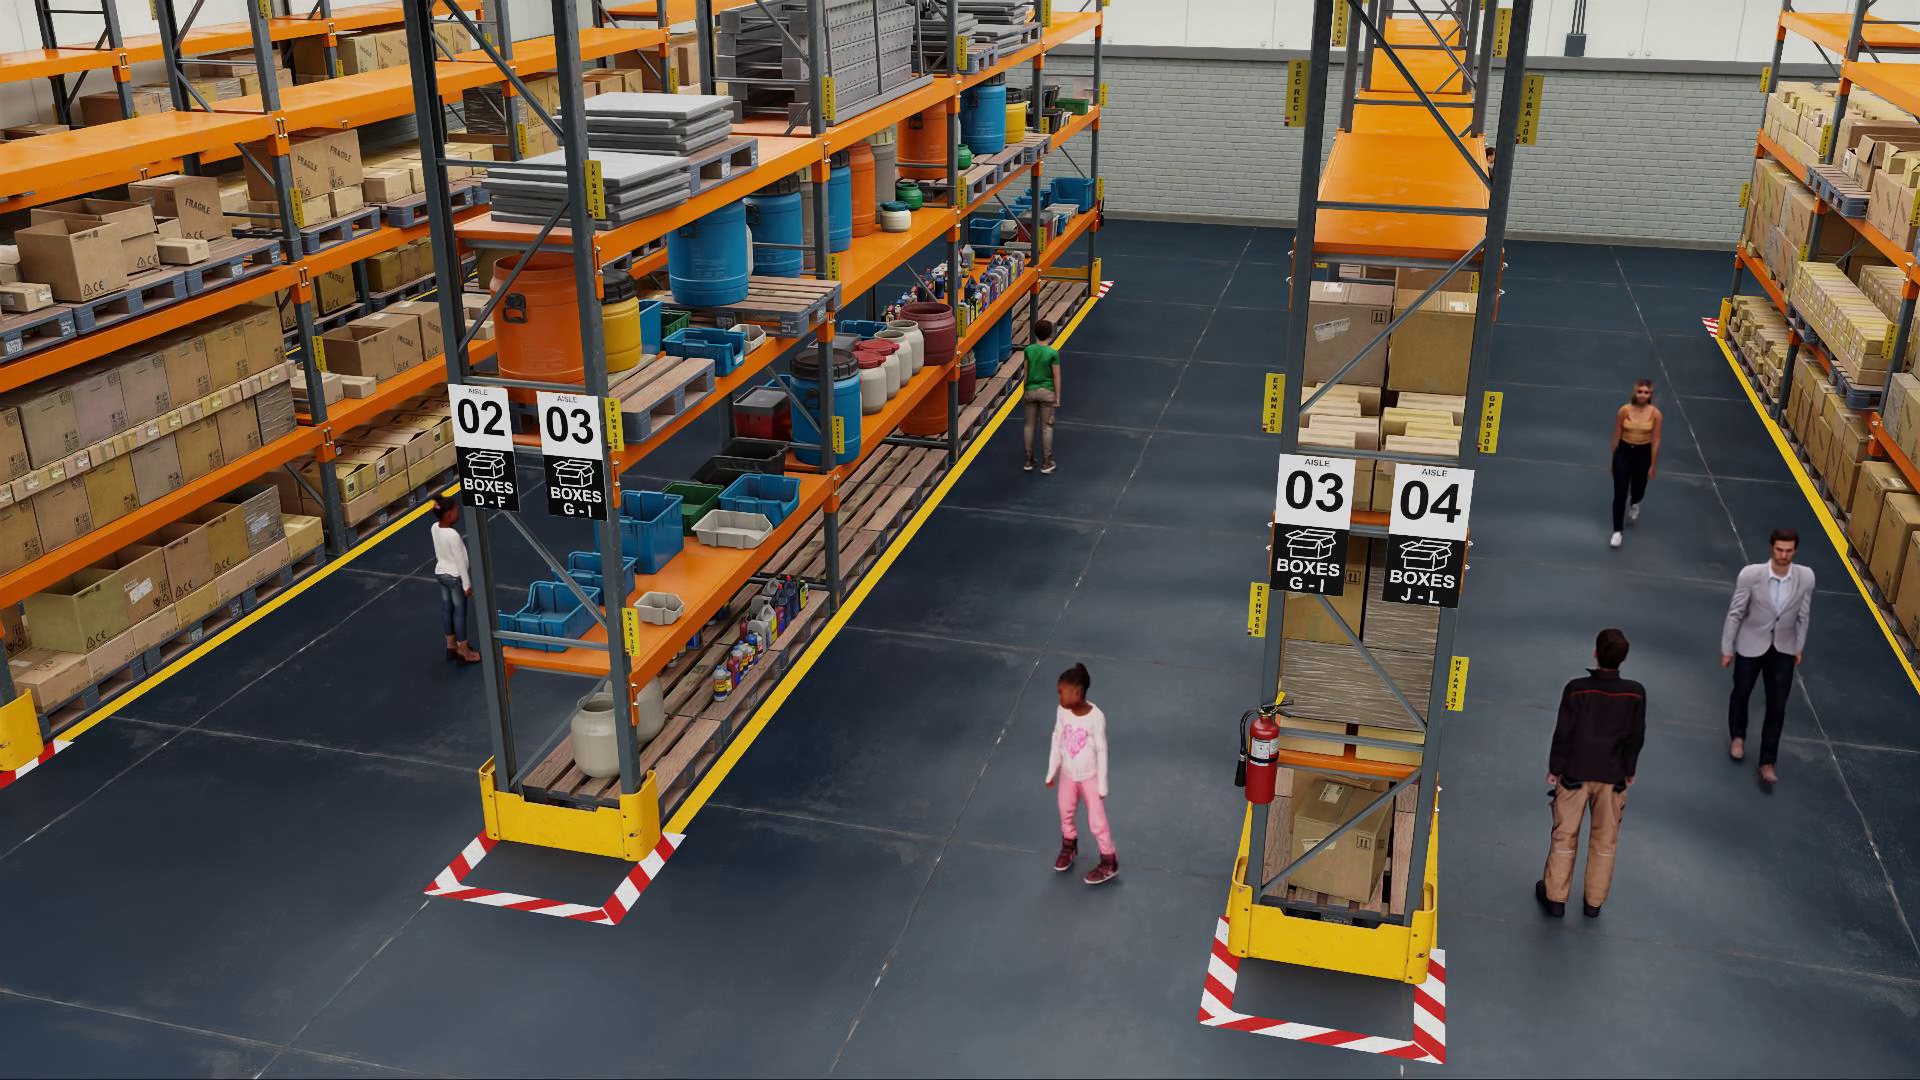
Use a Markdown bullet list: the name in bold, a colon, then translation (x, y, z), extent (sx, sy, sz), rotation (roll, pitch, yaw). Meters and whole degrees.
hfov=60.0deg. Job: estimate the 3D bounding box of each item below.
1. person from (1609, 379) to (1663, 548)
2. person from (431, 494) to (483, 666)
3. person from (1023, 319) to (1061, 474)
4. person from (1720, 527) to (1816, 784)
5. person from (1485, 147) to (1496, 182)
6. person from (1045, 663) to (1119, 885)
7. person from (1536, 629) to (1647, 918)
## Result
- **person**: translation (6.435, -0.772, 15.891), extent (0.687, 1.613, 1.015), rotation (11, 24, 24)
- **person**: translation (-4.113, 0.299, 13.472), extent (0.599, 1.462, 0.612), rotation (20, 30, 40)
- **person**: translation (0.847, -1.539, 17.719), extent (0.571, 1.649, 0.537), rotation (7, 23, 17)
- **person**: translation (5.762, 0.736, 11.925), extent (0.742, 1.824, 0.972), rotation (7, 23, 17)
- **person**: translation (8.474, -5.433, 26.961), extent (0.763, 1.859, 0.587), rotation (-2, 22, -4)
- **person**: translation (0.777, 1.462, 10.670), extent (0.699, 1.430, 0.690), rotation (12, 25, 28)
- **person**: translation (3.838, 1.423, 10.113), extent (0.730, 1.925, 0.655), rotation (2, 22, 5)
